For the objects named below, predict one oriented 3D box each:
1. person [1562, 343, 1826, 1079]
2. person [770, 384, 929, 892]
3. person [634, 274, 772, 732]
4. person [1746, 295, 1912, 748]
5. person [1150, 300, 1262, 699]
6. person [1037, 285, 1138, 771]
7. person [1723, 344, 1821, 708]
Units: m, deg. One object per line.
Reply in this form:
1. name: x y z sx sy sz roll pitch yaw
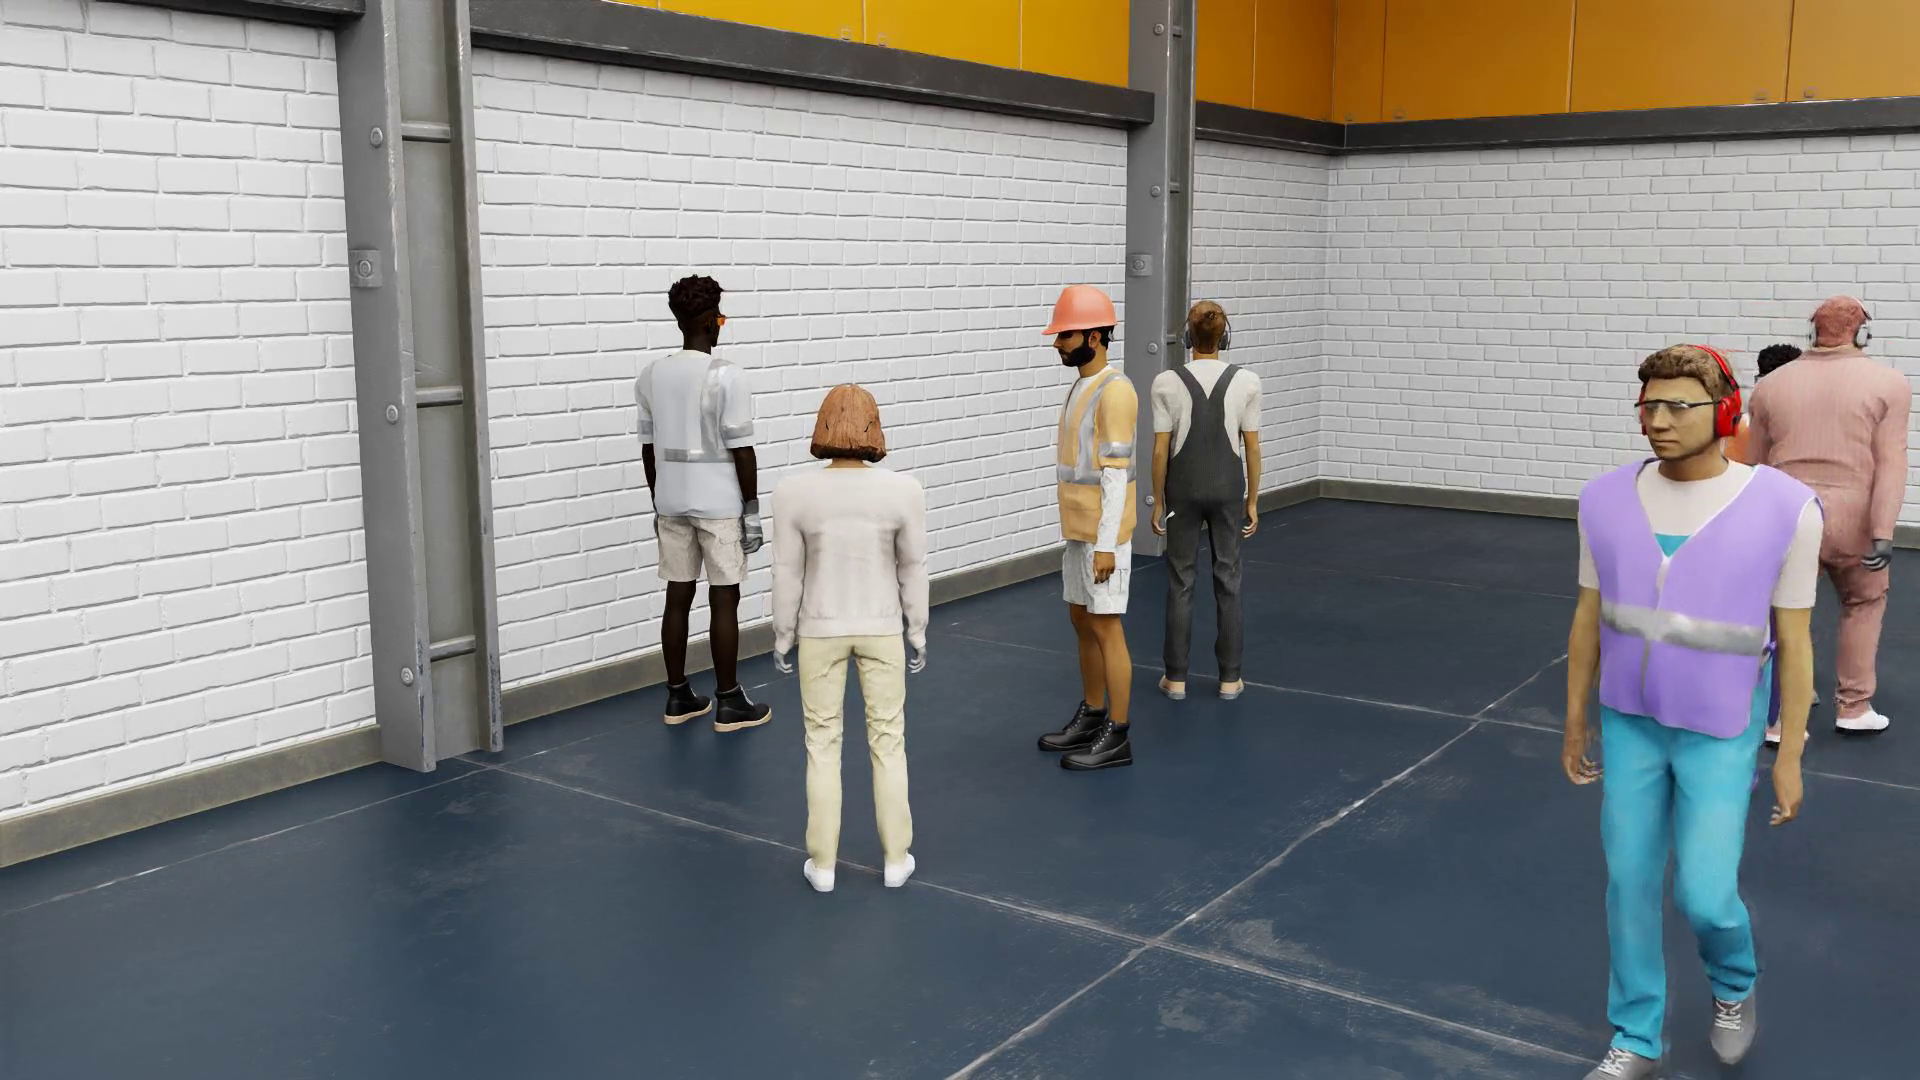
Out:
1. person: 1.736 0.448 3.983 0.466 1.832 0.586 -9 13 -42
2. person: -0.352 0.318 5.354 0.506 1.632 0.268 -1 10 -6
3. person: -1.105 -0.155 7.180 0.606 1.966 0.367 5 11 29
4. person: 3.643 -0.074 6.975 0.797 1.869 0.667 -9 13 -42
5. person: 1.124 -0.175 7.666 0.508 1.846 0.345 1 10 3
6. person: 0.508 -0.047 6.671 0.378 1.930 0.538 -3 10 -15
7. person: 3.720 -0.062 7.571 0.540 1.655 0.889 -2 10 -13
